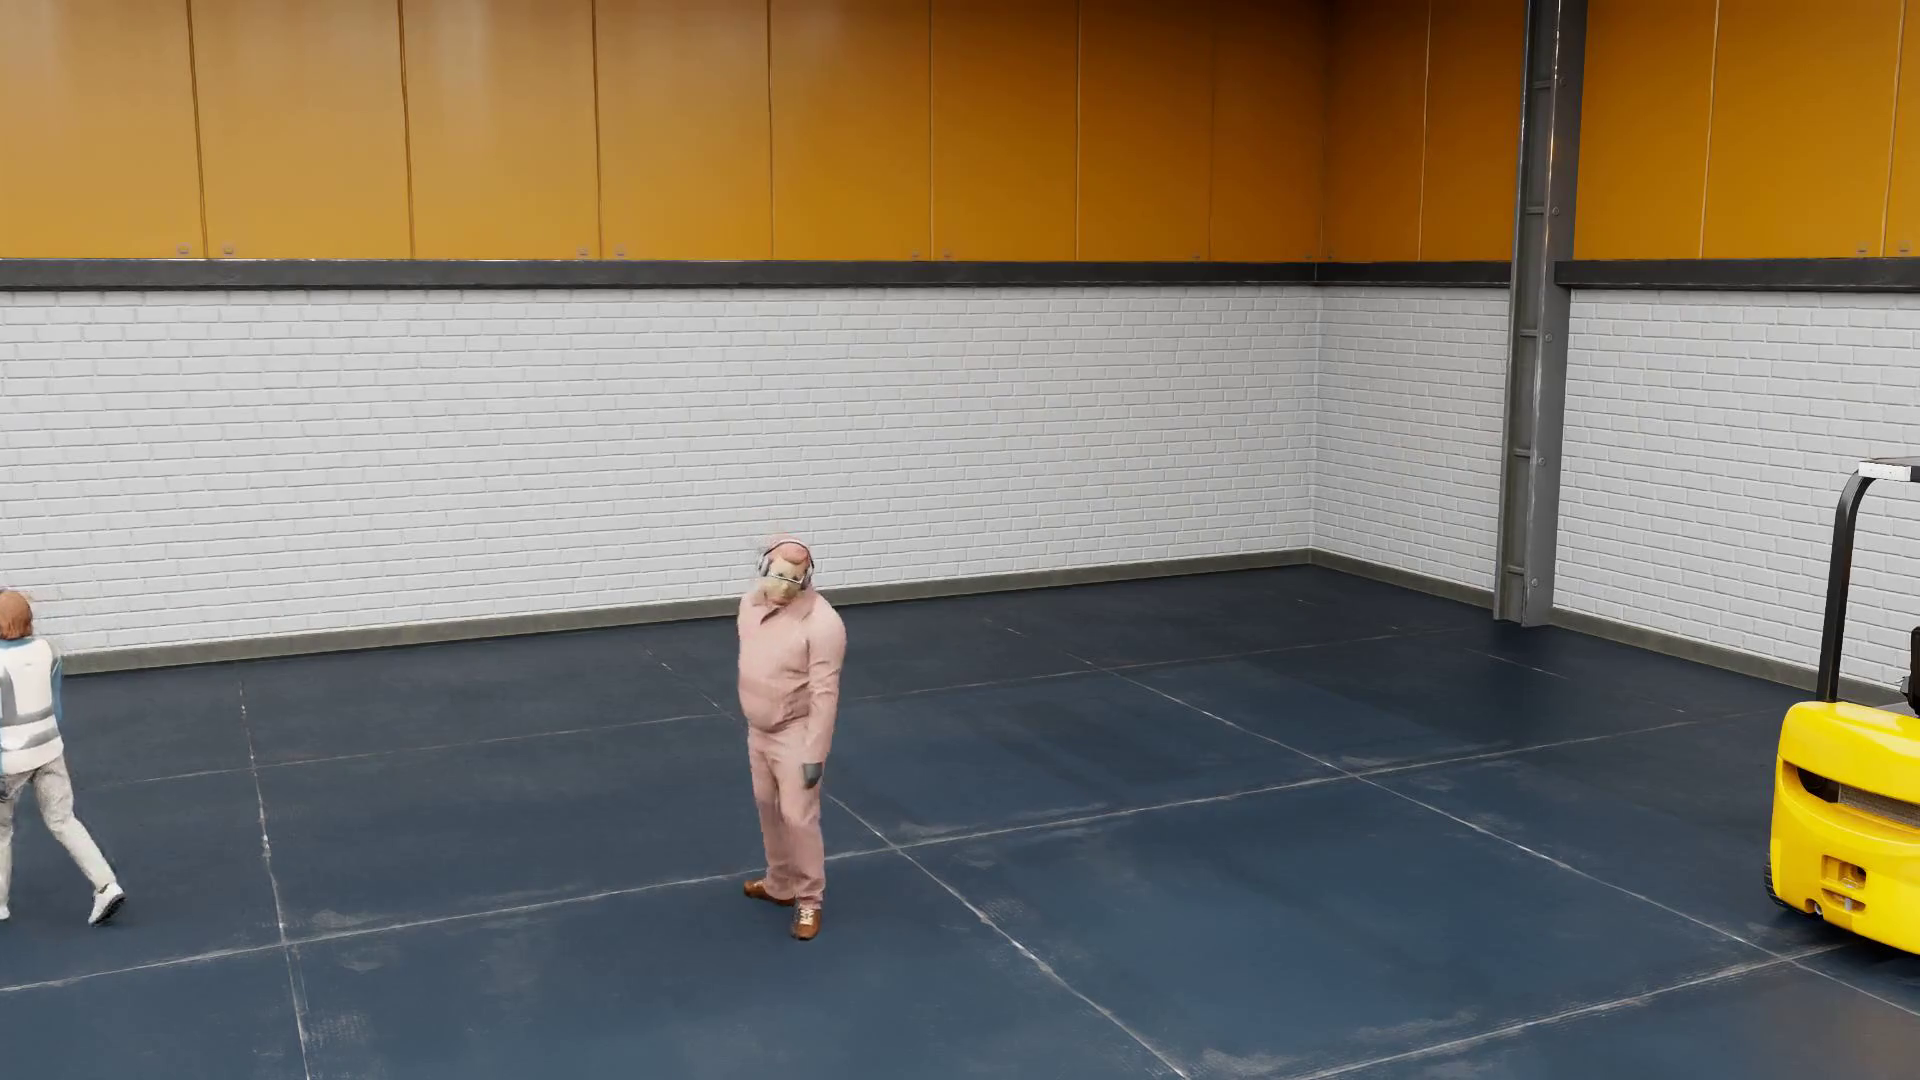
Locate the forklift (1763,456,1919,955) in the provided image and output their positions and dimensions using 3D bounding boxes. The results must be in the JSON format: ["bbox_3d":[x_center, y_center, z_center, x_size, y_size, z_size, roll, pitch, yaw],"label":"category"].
[{"bbox_3d":[4.857,0.731,7.561,2.313,2.155,1.214,-4,10,-25],"label":"forklift"}]

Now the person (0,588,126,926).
[{"bbox_3d":[-4.277,1.008,7.663,0.811,1.609,0.518,3,10,18],"label":"person"}]

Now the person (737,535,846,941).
[{"bbox_3d":[-0.850,0.878,7.665,0.428,1.871,0.804,-8,12,-42],"label":"person"}]
